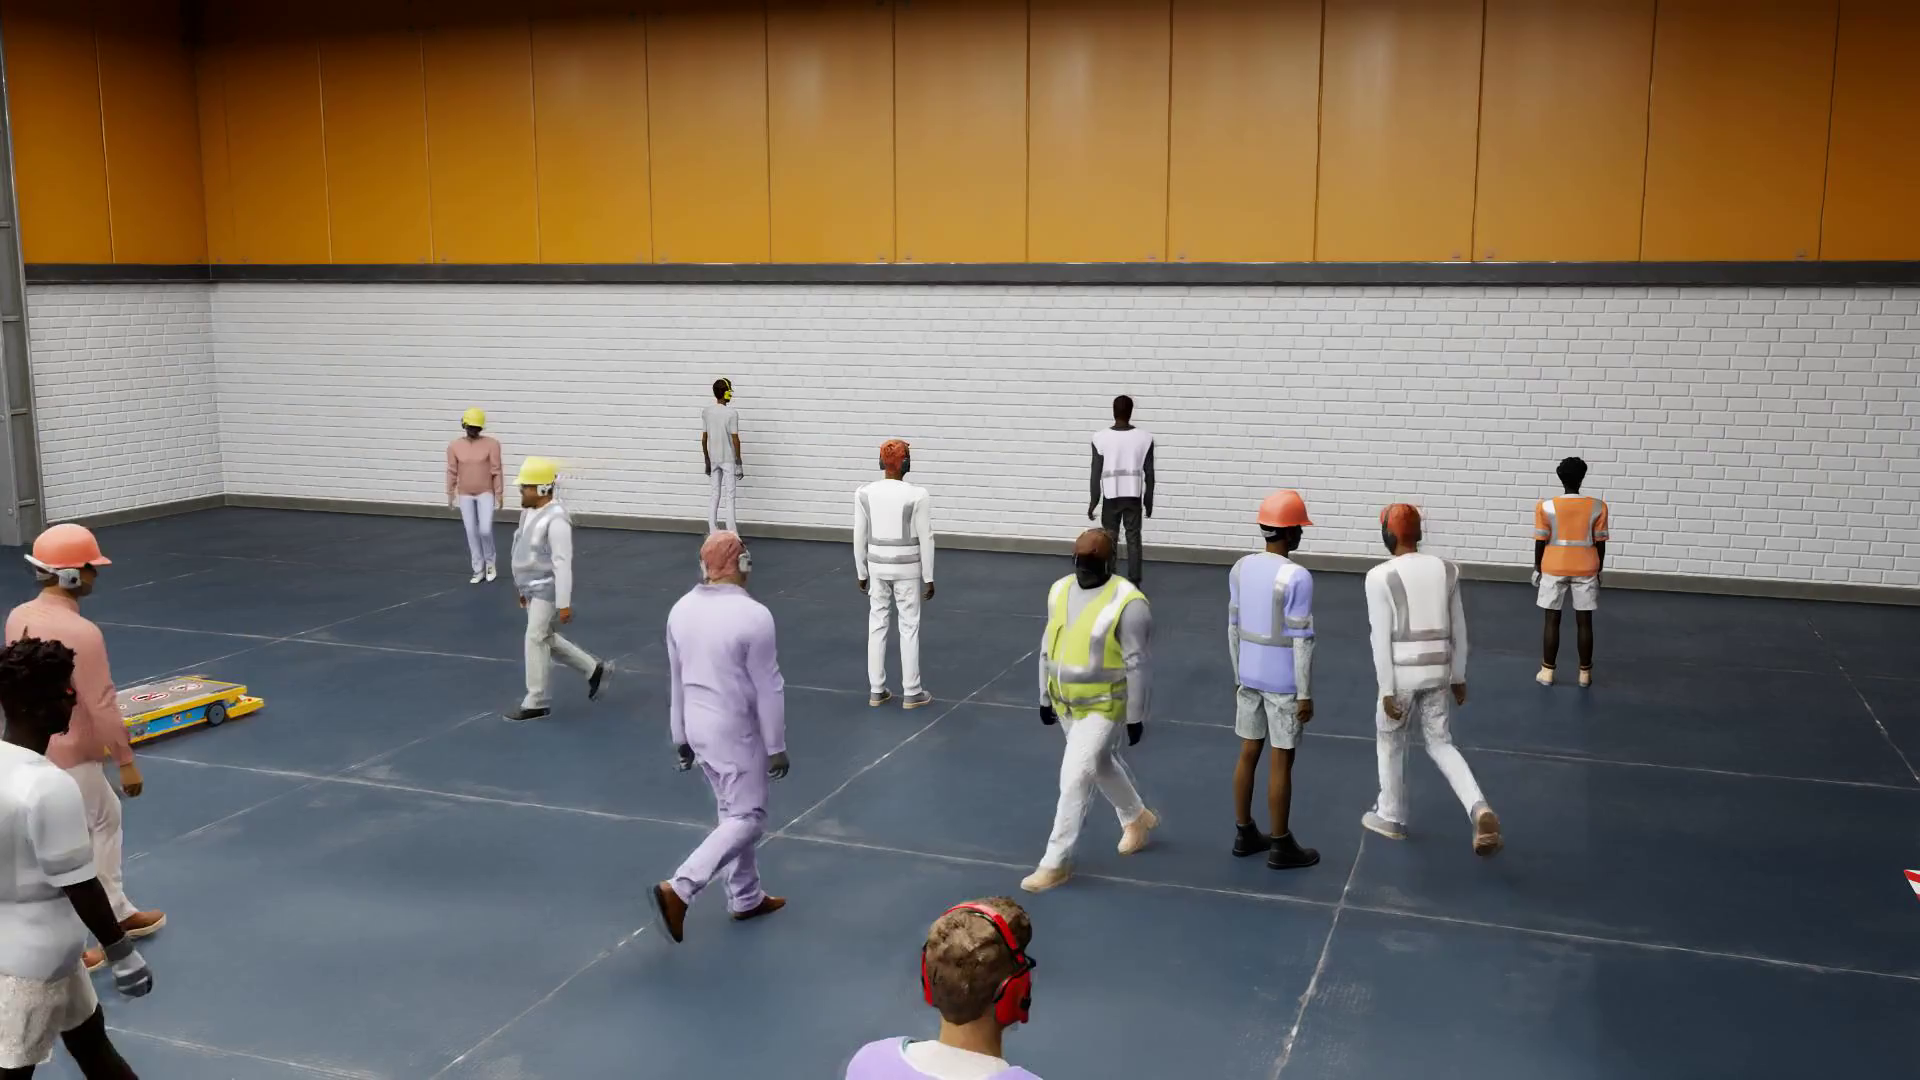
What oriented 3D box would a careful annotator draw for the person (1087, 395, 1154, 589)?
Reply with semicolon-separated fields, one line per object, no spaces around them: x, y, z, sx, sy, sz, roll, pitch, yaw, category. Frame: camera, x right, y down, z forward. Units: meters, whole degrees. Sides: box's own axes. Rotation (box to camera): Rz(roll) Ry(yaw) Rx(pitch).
1.501;-0.404;15.546;0.613;1.917;0.503;0;9;-2;person

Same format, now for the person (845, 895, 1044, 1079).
0.028;1.603;3.270;0.590;1.827;0.443;7;11;36;person

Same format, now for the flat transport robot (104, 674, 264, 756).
-5.386;1.144;10.944;0.652;0.197;1.431;4;10;24;flat transport robot

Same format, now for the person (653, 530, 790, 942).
-1.104;0.896;7.558;0.641;1.873;0.768;9;13;44;person

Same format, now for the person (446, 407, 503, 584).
-4.716;-0.430;16.161;0.546;1.731;0.391;0;9;1;person

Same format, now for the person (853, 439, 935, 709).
-0.449;0.236;11.587;0.584;1.882;0.346;3;10;19;person

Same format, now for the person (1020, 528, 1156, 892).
0.689;0.803;8.386;0.980;1.796;0.641;-8;12;-39;person

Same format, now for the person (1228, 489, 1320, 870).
1.614;0.704;8.517;0.375;1.939;0.546;-6;11;-32;person

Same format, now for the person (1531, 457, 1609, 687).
4.459;0.236;12.183;0.530;1.692;0.321;2;9;12;person

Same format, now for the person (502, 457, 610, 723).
-2.758;0.321;11.296;0.720;1.813;0.605;-5;11;-30;person

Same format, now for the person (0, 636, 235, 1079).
-2.824;1.237;5.271;0.616;1.904;1.053;8;12;40;person

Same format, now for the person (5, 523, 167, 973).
-3.762;0.895;7.253;0.642;1.959;0.805;7;11;36;person

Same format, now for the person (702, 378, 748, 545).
-2.610;-0.853;18.391;0.524;1.871;0.325;5;10;28;person

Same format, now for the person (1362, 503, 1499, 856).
2.435;0.737;8.646;0.598;1.844;0.865;-3;10;-20;person
